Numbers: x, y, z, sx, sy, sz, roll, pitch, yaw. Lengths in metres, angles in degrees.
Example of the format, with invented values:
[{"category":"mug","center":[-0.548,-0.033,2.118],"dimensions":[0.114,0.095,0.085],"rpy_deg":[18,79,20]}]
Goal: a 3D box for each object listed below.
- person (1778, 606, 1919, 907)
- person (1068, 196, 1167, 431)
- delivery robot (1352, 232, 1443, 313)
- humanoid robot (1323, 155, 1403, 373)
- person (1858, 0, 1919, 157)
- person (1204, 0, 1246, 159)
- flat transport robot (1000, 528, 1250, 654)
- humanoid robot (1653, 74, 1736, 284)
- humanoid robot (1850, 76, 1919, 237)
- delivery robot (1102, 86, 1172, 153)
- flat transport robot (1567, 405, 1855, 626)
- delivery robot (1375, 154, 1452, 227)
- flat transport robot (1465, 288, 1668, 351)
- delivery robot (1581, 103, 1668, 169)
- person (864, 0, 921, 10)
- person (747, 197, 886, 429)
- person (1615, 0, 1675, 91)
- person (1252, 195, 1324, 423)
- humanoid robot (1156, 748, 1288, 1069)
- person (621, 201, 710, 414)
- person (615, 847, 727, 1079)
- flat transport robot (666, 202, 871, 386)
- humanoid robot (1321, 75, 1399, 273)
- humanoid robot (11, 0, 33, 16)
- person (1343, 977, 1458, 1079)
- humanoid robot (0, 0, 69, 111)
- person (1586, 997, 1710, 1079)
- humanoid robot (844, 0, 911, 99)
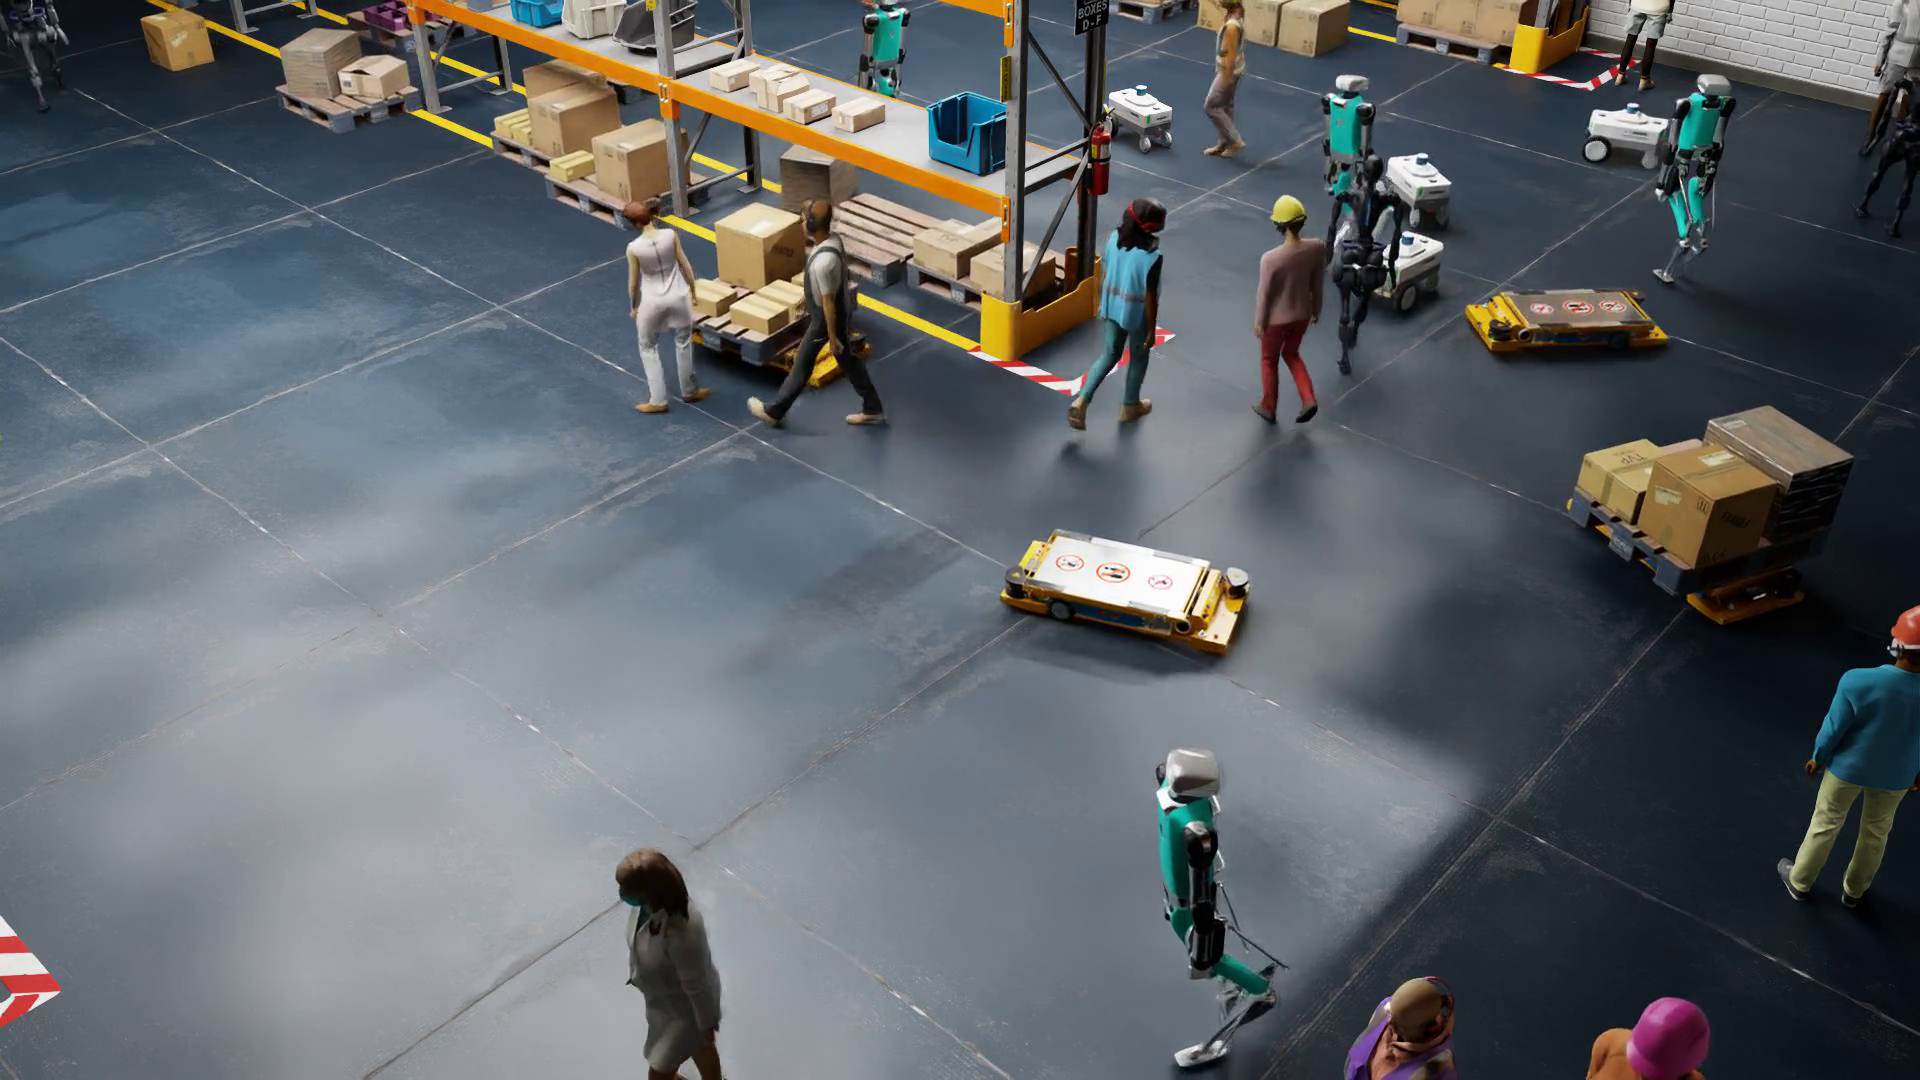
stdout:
[{"category":"person","center":[4.373,1.055,7.977],"dimensions":[0.558,1.747,0.330],"rpy_deg":[8,35,11]},{"category":"person","center":[1.155,-1.561,11.693],"dimensions":[0.556,1.834,0.765],"rpy_deg":[29,44,35]},{"category":"delivery robot","center":[3.679,-2.268,13.842],"dimensions":[0.795,0.592,0.499],"rpy_deg":[-27,43,-34]},{"category":"humanoid robot","center":[3.048,-2.137,12.692],"dimensions":[0.600,1.629,0.640],"rpy_deg":[5,35,7]},{"category":"person","center":[9.157,-4.624,16.054],"dimensions":[0.548,1.927,0.390],"rpy_deg":[13,37,18]},{"category":"person","center":[2.557,-4.533,16.065],"dimensions":[0.371,1.762,0.489],"rpy_deg":[7,35,10]},{"category":"flat transport robot","center":[1.032,0.304,10.370],"dimensions":[1.431,0.231,0.659],"rpy_deg":[12,36,17]},{"category":"humanoid robot","center":[6.074,-2.863,13.687],"dimensions":[0.549,1.827,0.665],"rpy_deg":[-8,35,-11]},{"category":"humanoid robot","center":[8.403,-3.582,14.778],"dimensions":[0.601,1.631,0.713],"rpy_deg":[4,35,5]},{"category":"delivery robot","center":[1.798,-4.278,16.760],"dimensions":[0.499,0.599,0.784],"rpy_deg":[-19,39,-26]},{"category":"flat transport robot","center":[4.683,0.024,10.775],"dimensions":[0.659,0.231,1.431],"rpy_deg":[-14,37,-19]},{"category":"delivery robot","center":[4.194,-3.250,15.265],"dimensions":[0.499,0.592,0.791],"rpy_deg":[-8,35,-11]},{"category":"flat transport robot","center":[4.873,-1.767,13.370],"dimensions":[1.431,0.231,0.659],"rpy_deg":[-2,35,-3]},{"category":"delivery robot","center":[6.518,-3.984,16.341],"dimensions":[0.794,0.606,0.499],"rpy_deg":[14,37,20]},{"category":"person","center":[-0.812,-7.257,20.023],"dimensions":[0.789,1.738,0.510],"rpy_deg":[2,35,3]},{"category":"person","center":[-1.024,-1.577,11.770],"dimensions":[1.024,1.771,0.503],"rpy_deg":[6,35,8]},{"category":"person","center":[7.372,-5.672,17.770],"dimensions":[0.534,1.696,0.318],"rpy_deg":[27,43,33]},{"category":"person","center":[2.348,-1.579,11.803],"dimensions":[0.555,1.737,0.534],"rpy_deg":[-15,37,-21]},{"category":"humanoid robot","center":[1.143,1.666,7.211],"dimensions":[0.700,1.913,0.554],"rpy_deg":[-6,35,-8]},{"category":"person","center":[-2.135,-1.703,12.080],"dimensions":[0.604,1.632,0.269],"rpy_deg":[-13,37,-18]},{"category":"person","center":[-1.210,1.893,6.845],"dimensions":[0.514,1.640,0.517],"rpy_deg":[-20,39,-26]},{"category":"flat transport robot","center":[-1.466,-1.614,13.148],"dimensions":[1.431,0.231,0.659],"rpy_deg":[22,40,28]},{"category":"humanoid robot","center":[3.354,-3.058,13.961],"dimensions":[0.882,1.776,0.583],"rpy_deg":[-22,40,-28]},{"category":"humanoid robot","center":[-11.230,-6.860,19.558],"dimensions":[0.554,1.908,0.733],"rpy_deg":[-15,37,-20]},{"category":"person","center":[1.626,2.248,6.300],"dimensions":[0.347,1.693,0.480],"rpy_deg":[-12,36,-17]},{"category":"humanoid robot","center":[-9.691,-5.348,17.378],"dimensions":[0.609,1.630,0.814],"rpy_deg":[-13,37,-18]},{"category":"person","center":[2.277,2.362,5.915],"dimensions":[0.880,1.945,0.523],"rpy_deg":[-23,41,-30]},{"category":"humanoid robot","center":[-0.860,-4.381,15.891],"dimensions":[0.561,1.799,0.837],"rpy_deg":[-29,44,-35]}]
